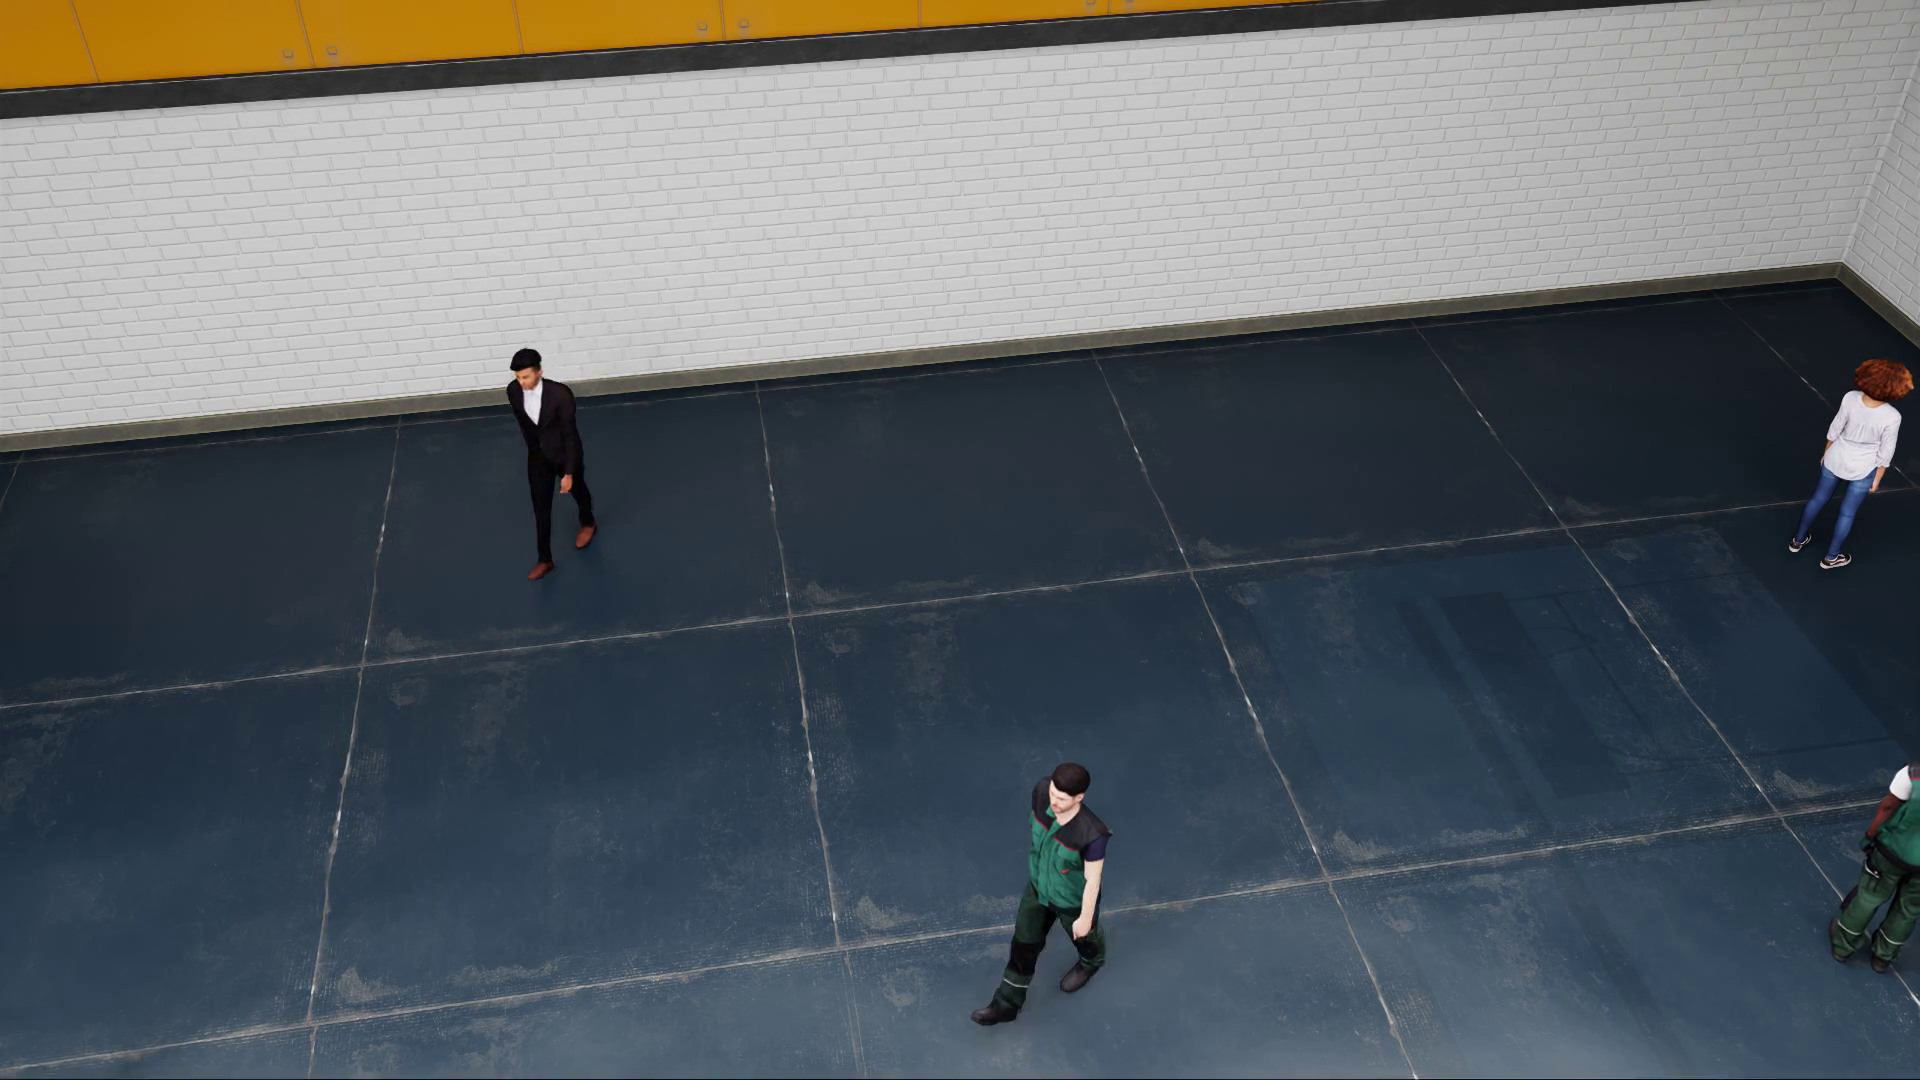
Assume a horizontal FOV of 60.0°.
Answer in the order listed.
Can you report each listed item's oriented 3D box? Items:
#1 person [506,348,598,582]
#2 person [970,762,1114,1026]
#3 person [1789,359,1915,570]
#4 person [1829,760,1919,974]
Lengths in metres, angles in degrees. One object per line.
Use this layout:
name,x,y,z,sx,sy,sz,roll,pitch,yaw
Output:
person,-2.887,-0.675,12.116,0.964,1.830,1.182,8,39,9
person,0.628,1.831,8.957,1.168,1.857,1.202,-31,48,-32
person,6.473,-0.569,12.076,0.797,1.713,0.692,-24,44,-27
person,5.245,1.693,9.145,0.758,1.838,0.752,9,39,11
